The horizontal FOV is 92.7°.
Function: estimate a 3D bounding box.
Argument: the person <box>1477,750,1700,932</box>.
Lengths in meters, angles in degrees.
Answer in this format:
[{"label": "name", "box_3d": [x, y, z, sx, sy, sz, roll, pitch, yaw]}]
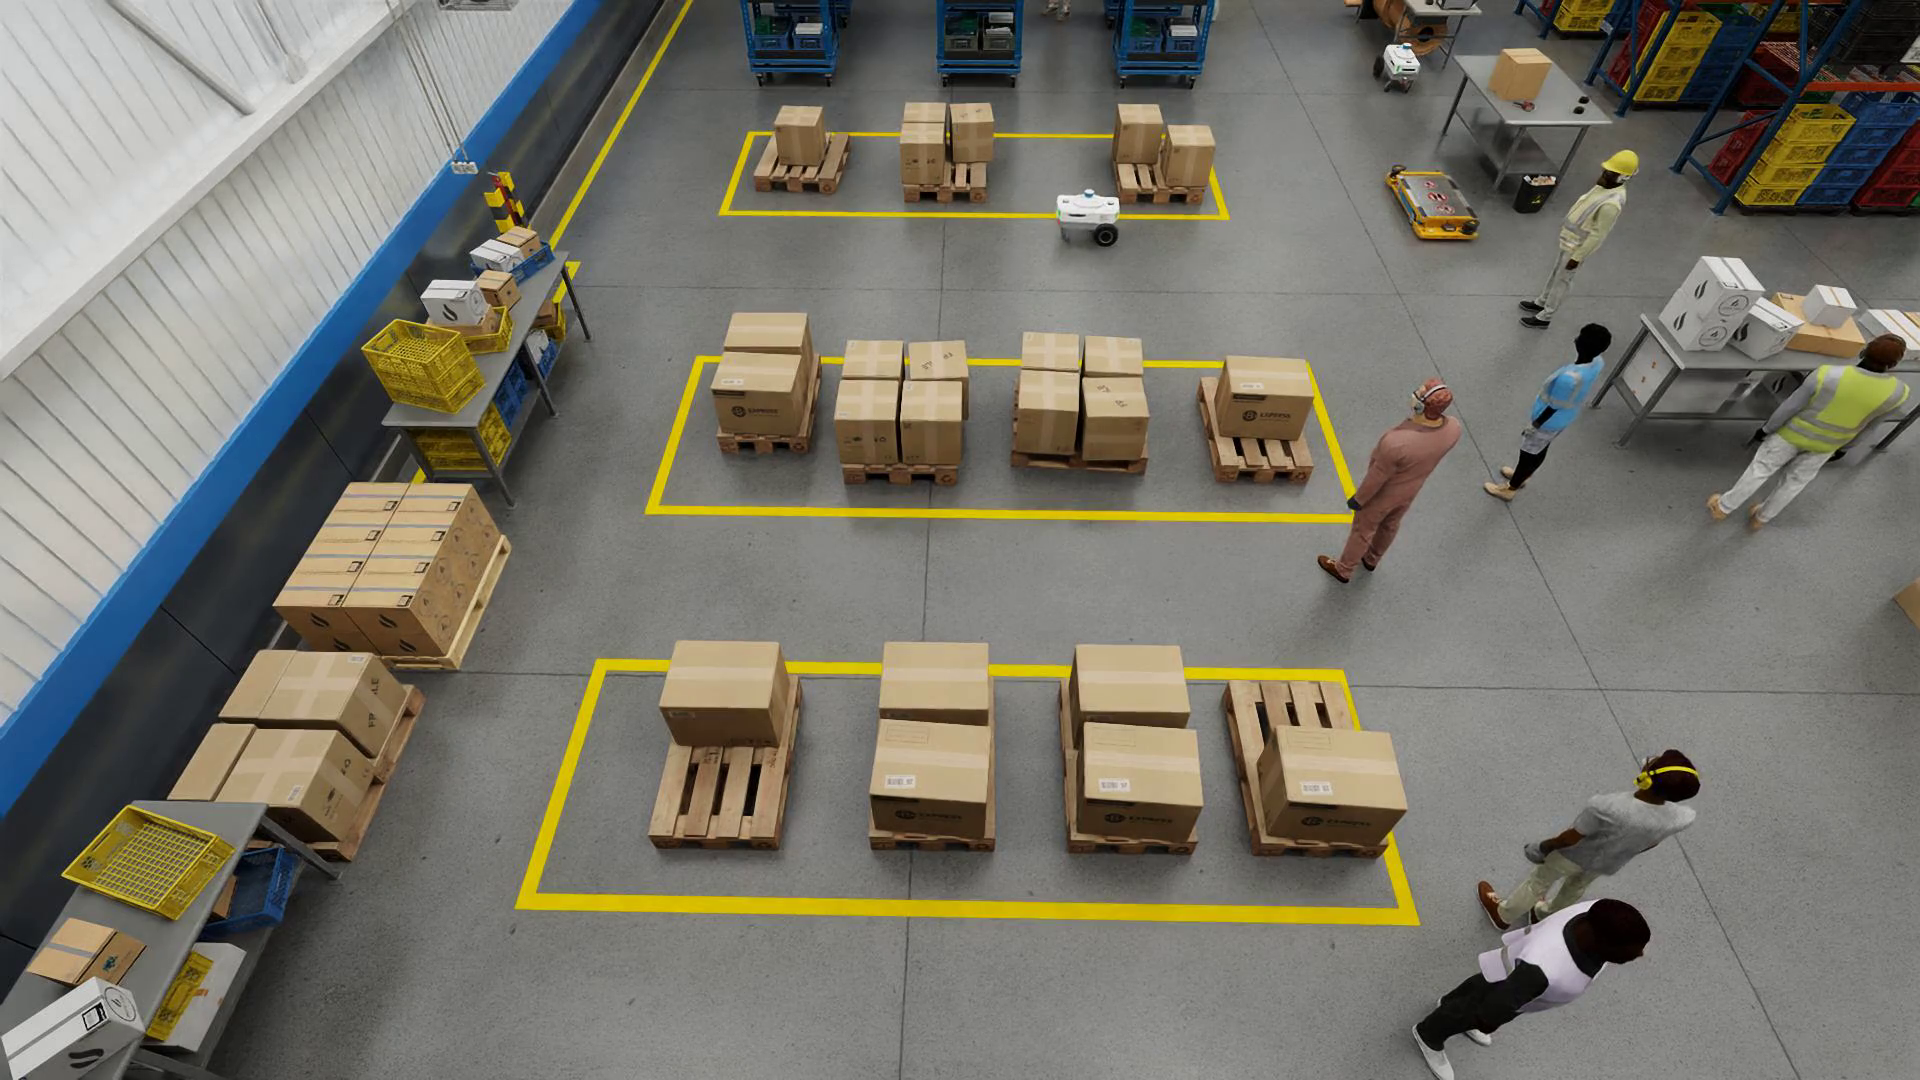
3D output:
[{"label": "person", "box_3d": [3.406, 1.684, 5.007, 0.521, 1.873, 0.335, 5, 49, 4]}]

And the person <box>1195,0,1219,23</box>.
[{"label": "person", "box_3d": [4.004, -9.089, 14.489, 0.526, 1.632, 0.317, 3, 49, 3]}]

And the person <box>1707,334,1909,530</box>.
[{"label": "person", "box_3d": [6.650, -0.821, 7.196, 0.625, 1.840, 0.430, 20, 52, 17]}]

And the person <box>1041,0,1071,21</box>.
[{"label": "person", "box_3d": [1.608, -9.338, 14.467, 0.392, 1.991, 0.625, -33, 57, -25]}]

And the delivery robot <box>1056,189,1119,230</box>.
[{"label": "delivery robot", "box_3d": [1.465, -3.793, 10.552, 0.707, 0.478, 0.477, 4, 49, 3]}]

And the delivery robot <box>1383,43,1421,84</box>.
[{"label": "delivery robot", "box_3d": [6.385, -6.916, 13.255, 0.477, 0.478, 0.707, 2, 49, 2]}]

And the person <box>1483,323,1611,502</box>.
[{"label": "person", "box_3d": [4.796, -1.008, 7.453, 0.537, 1.691, 0.320, -30, 55, -23]}]

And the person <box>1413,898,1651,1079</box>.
[{"label": "person", "box_3d": [2.776, 2.188, 4.538, 0.593, 1.922, 0.391, -26, 54, -21]}]

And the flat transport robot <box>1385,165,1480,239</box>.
[{"label": "flat transport robot", "box_3d": [5.692, -4.094, 11.059, 0.652, 0.197, 1.431, 1, 49, 1]}]

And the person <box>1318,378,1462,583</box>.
[{"label": "person", "box_3d": [3.178, -0.410, 6.796, 0.643, 1.908, 0.410, -19, 52, -15]}]

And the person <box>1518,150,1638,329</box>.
[{"label": "person", "box_3d": [6.087, -2.945, 9.035, 0.404, 1.836, 0.600, 17, 51, 14]}]
